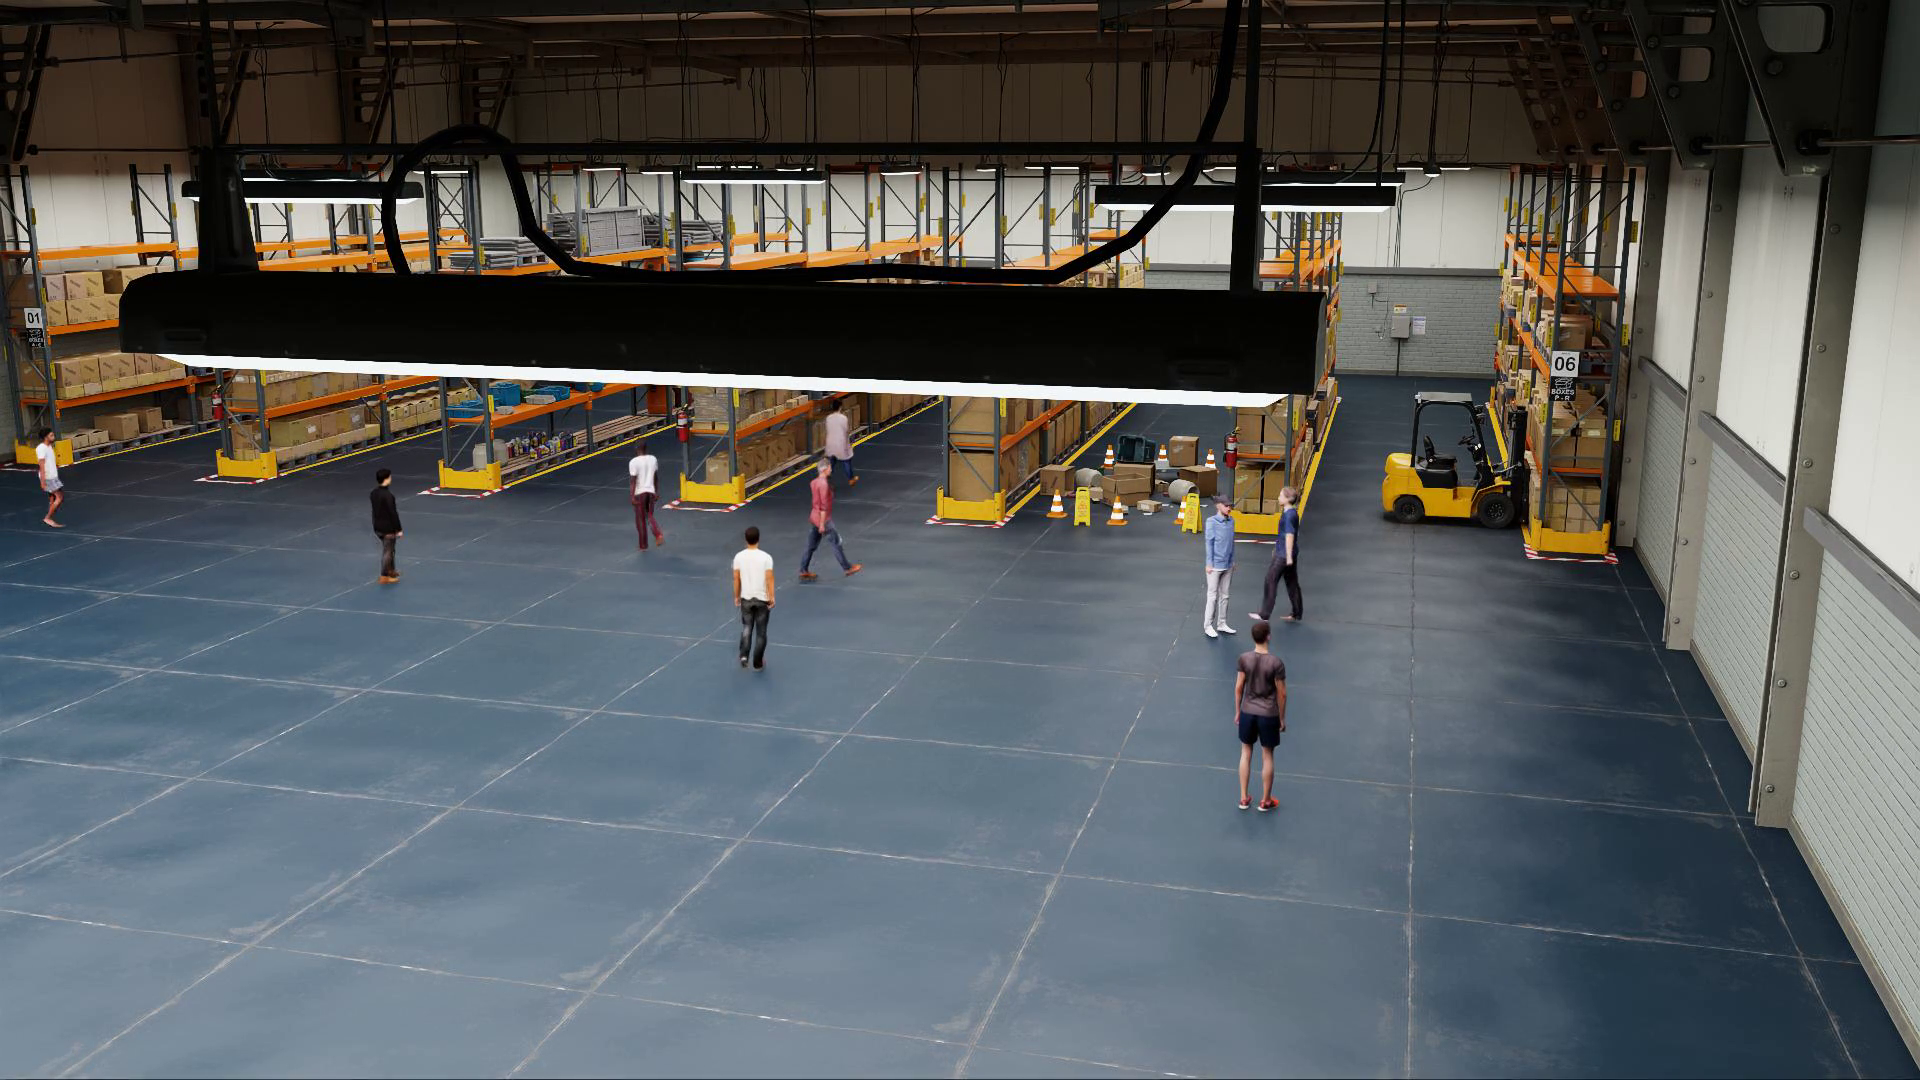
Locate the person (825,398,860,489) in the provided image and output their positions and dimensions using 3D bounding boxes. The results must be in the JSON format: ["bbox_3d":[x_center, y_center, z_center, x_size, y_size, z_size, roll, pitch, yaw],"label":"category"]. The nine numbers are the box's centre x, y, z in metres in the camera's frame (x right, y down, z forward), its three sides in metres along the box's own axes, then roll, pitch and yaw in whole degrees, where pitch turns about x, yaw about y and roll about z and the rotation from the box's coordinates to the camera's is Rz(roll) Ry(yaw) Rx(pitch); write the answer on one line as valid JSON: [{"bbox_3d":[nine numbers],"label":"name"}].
[{"bbox_3d":[-2.365,-1.775,31.345,0.918,1.697,1.185,8,15,32],"label":"person"}]

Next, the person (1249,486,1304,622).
[{"bbox_3d":[4.495,0.212,22.434,0.724,1.846,0.845,4,14,15],"label":"person"}]

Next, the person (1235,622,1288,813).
[{"bbox_3d":[2.879,1.694,16.022,0.696,1.851,0.611,6,15,26],"label":"person"}]

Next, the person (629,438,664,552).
[{"bbox_3d":[-4.961,-0.705,26.439,0.895,1.826,0.934,-13,18,-43],"label":"person"}]

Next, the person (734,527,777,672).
[{"bbox_3d":[-2.519,0.748,20.245,0.682,1.790,0.734,2,13,7],"label":"person"}]

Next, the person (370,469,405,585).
[{"bbox_3d":[-8.512,-0.186,24.453,0.793,1.710,0.824,11,17,40],"label":"person"}]

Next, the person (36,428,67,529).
[{"bbox_3d":[-15.464,-1.034,28.092,0.832,1.721,0.724,-3,13,-14],"label":"person"}]

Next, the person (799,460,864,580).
[{"bbox_3d":[-2.139,-0.265,24.629,1.227,1.784,1.224,-5,14,-22],"label":"person"}]

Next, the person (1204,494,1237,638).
[{"bbox_3d":[3.428,0.312,21.916,0.727,1.884,0.800,-8,16,-32],"label":"person"}]
